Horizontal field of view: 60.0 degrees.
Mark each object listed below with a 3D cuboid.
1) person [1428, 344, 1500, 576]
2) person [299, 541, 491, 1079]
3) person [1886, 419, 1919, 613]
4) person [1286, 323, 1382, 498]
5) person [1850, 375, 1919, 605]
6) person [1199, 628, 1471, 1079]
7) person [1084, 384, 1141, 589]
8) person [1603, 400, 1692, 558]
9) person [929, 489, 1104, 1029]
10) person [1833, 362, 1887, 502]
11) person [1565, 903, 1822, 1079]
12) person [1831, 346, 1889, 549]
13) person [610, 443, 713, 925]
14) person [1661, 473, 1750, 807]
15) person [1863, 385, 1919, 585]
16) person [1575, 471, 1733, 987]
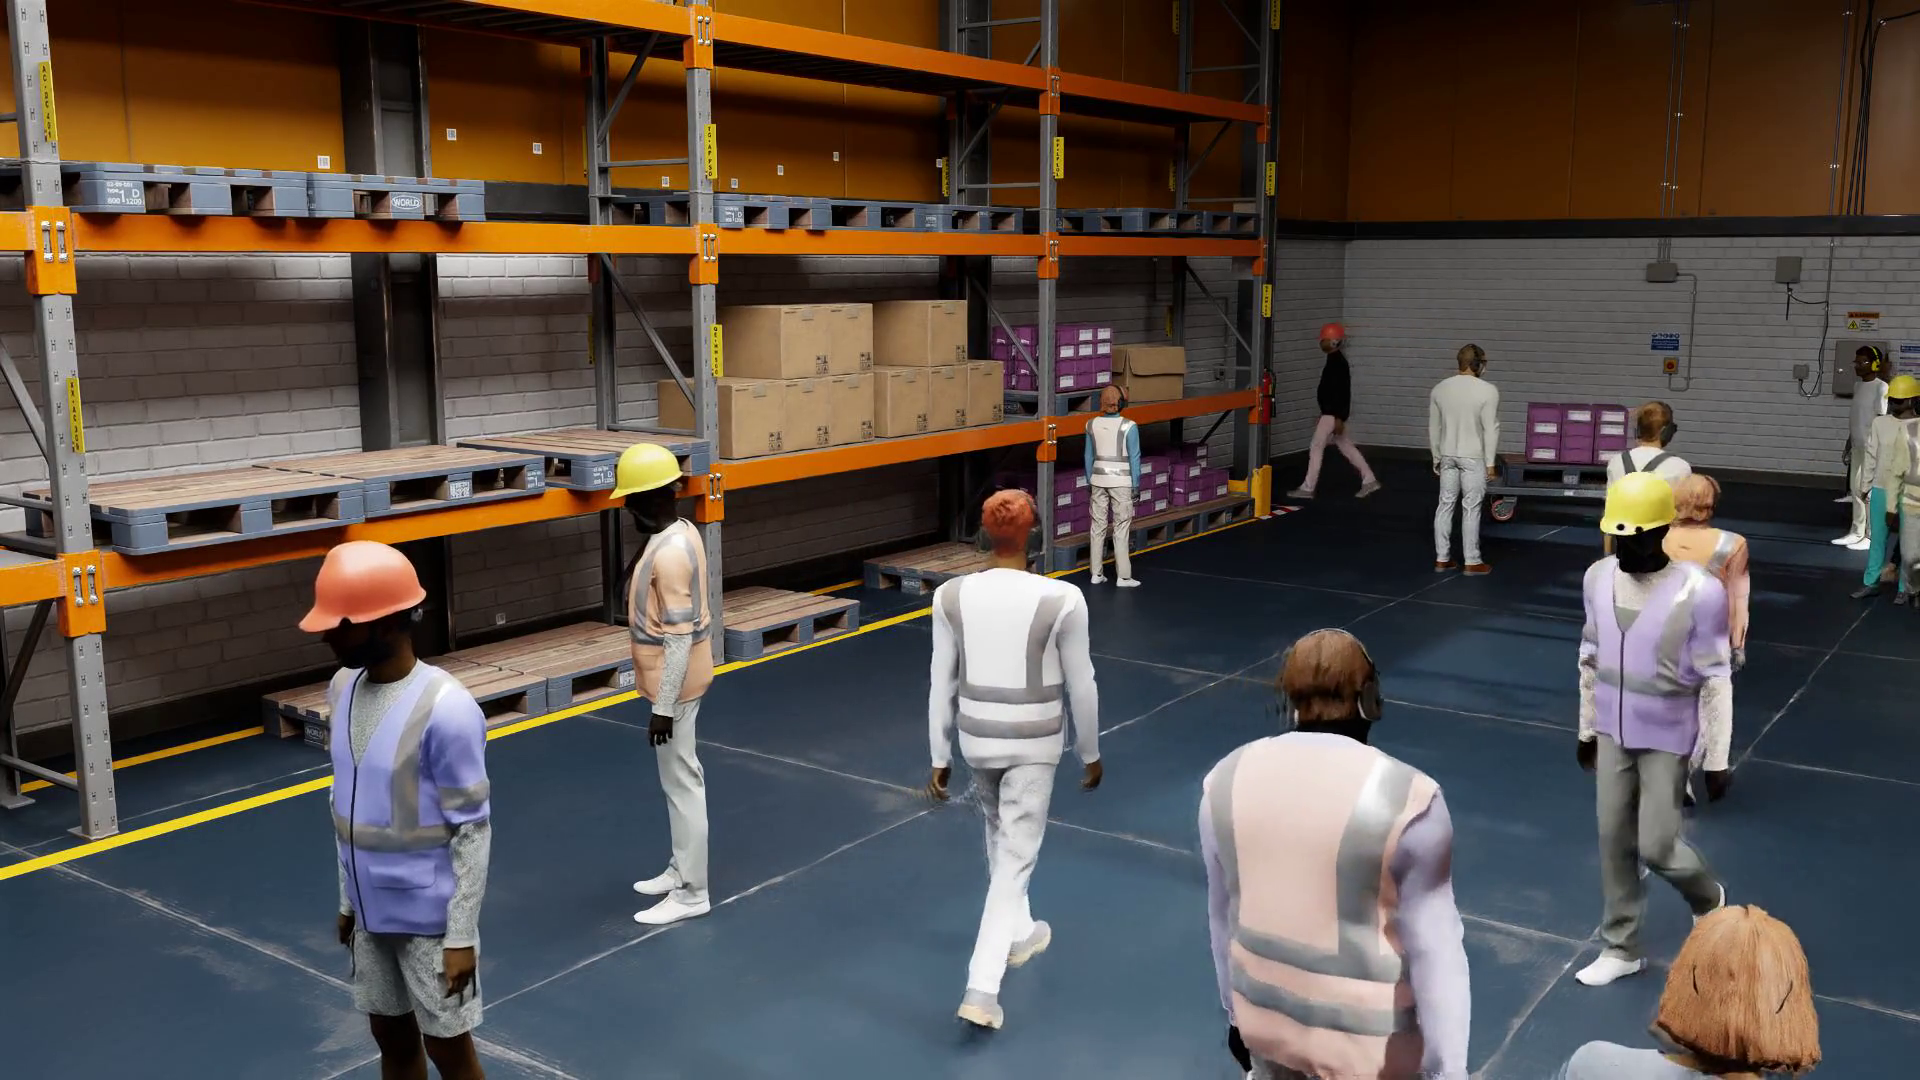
[{"bbox_3d":[4.219,-0.672,13.952,0.376,1.937,0.629,-8,13,-41],"label":"person"},{"bbox_3d":[-1.454,0.950,4.313,0.547,1.930,0.384,7,12,34],"label":"person"},{"bbox_3d":[6.990,-0.269,11.938,0.602,1.807,0.792,5,11,29],"label":"person"},{"bbox_3d":[4.188,-1.417,18.352,1.002,1.959,0.601,3,10,15],"label":"person"},{"bbox_3d":[7.174,-0.382,12.753,0.327,1.761,0.522,-6,11,-33],"label":"person"},{"bbox_3d":[0.818,1.113,3.697,0.490,1.811,0.697,-9,13,-42],"label":"person"},{"bbox_3d":[1.227,-0.428,13.381,0.512,1.641,0.309,7,12,37],"label":"person"},{"bbox_3d":[3.950,0.105,9.665,0.637,1.831,0.509,-8,12,-40],"label":"person"},{"bbox_3d":[0.162,0.741,5.855,0.580,1.843,0.971,4,10,24],"label":"person"},{"bbox_3d":[9.899,-1.169,17.916,0.670,1.614,0.514,2,10,11],"label":"person"},{"bbox_3d":[1.223,1.378,2.785,0.513,1.586,0.878,6,11,33],"label":"person"},{"bbox_3d":[8.259,-0.841,15.202,0.318,1.862,0.518,0,10,3],"label":"person"},{"bbox_3d":[-1.174,0.568,6.621,0.381,1.918,0.585,-1,10,-8],"label":"person"},{"bbox_3d":[3.463,0.493,7.937,0.529,1.621,0.420,9,13,43],"label":"person"},{"bbox_3d":[7.857,-0.459,13.547,0.921,1.644,0.529,-1,10,-6],"label":"person"},{"bbox_3d":[2.501,0.684,5.984,0.628,1.898,0.620,-5,11,-29],"label":"person"}]
